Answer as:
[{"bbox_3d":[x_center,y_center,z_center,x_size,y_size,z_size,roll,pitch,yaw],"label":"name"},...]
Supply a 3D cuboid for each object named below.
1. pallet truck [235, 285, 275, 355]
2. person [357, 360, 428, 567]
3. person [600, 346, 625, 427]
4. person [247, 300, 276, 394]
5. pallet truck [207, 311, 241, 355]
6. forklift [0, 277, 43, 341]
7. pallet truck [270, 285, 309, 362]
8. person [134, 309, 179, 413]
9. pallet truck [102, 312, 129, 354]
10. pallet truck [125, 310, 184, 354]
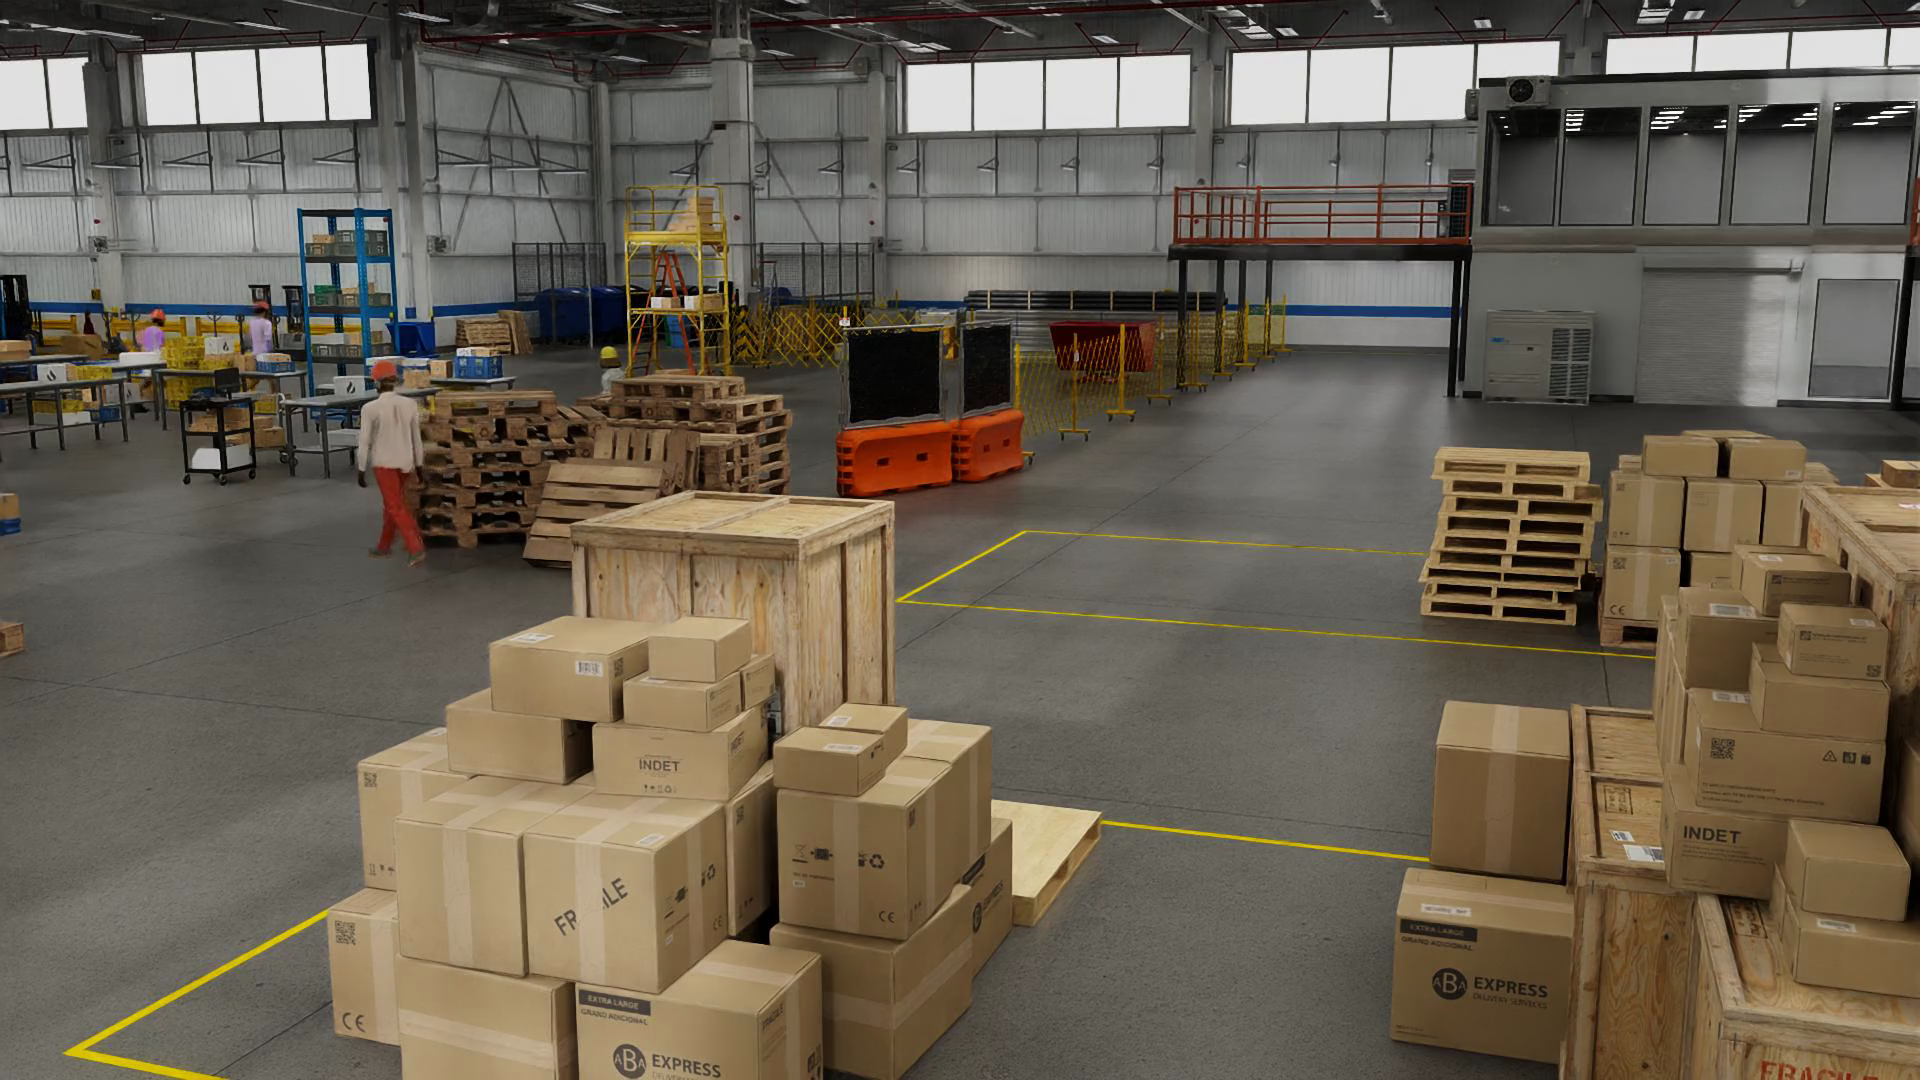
[{"bbox_3d":[-18.327,-5.835,44.421,0.823,1.965,1.885,4,11,23],"label":"pallet truck"},{"bbox_3d":[-5.384,-0.727,15.802,0.999,1.955,0.629,7,12,34],"label":"person"},{"bbox_3d":[-4.467,-1.615,21.380,0.313,1.741,0.487,3,11,18],"label":"person"},{"bbox_3d":[-13.215,-3.510,31.355,0.642,2.003,0.837,6,12,29],"label":"person"},{"bbox_3d":[-19.537,-5.575,44.913,0.653,1.274,1.630,3,11,19],"label":"pallet truck"},{"bbox_3d":[-27.151,-6.329,46.328,1.157,1.987,2.680,3,11,17],"label":"forklift"},{"bbox_3d":[-17.147,-5.700,43.663,0.823,1.965,1.885,3,11,17],"label":"pallet truck"},{"bbox_3d":[-14.616,-3.247,30.219,0.562,1.875,1.030,6,12,30],"label":"person"},{"bbox_3d":[-23.057,-5.777,46.261,0.680,1.201,1.601,3,11,19],"label":"pallet truck"},{"bbox_3d":[-22.038,-5.665,45.457,0.704,1.261,1.522,3,11,17],"label":"pallet truck"}]
